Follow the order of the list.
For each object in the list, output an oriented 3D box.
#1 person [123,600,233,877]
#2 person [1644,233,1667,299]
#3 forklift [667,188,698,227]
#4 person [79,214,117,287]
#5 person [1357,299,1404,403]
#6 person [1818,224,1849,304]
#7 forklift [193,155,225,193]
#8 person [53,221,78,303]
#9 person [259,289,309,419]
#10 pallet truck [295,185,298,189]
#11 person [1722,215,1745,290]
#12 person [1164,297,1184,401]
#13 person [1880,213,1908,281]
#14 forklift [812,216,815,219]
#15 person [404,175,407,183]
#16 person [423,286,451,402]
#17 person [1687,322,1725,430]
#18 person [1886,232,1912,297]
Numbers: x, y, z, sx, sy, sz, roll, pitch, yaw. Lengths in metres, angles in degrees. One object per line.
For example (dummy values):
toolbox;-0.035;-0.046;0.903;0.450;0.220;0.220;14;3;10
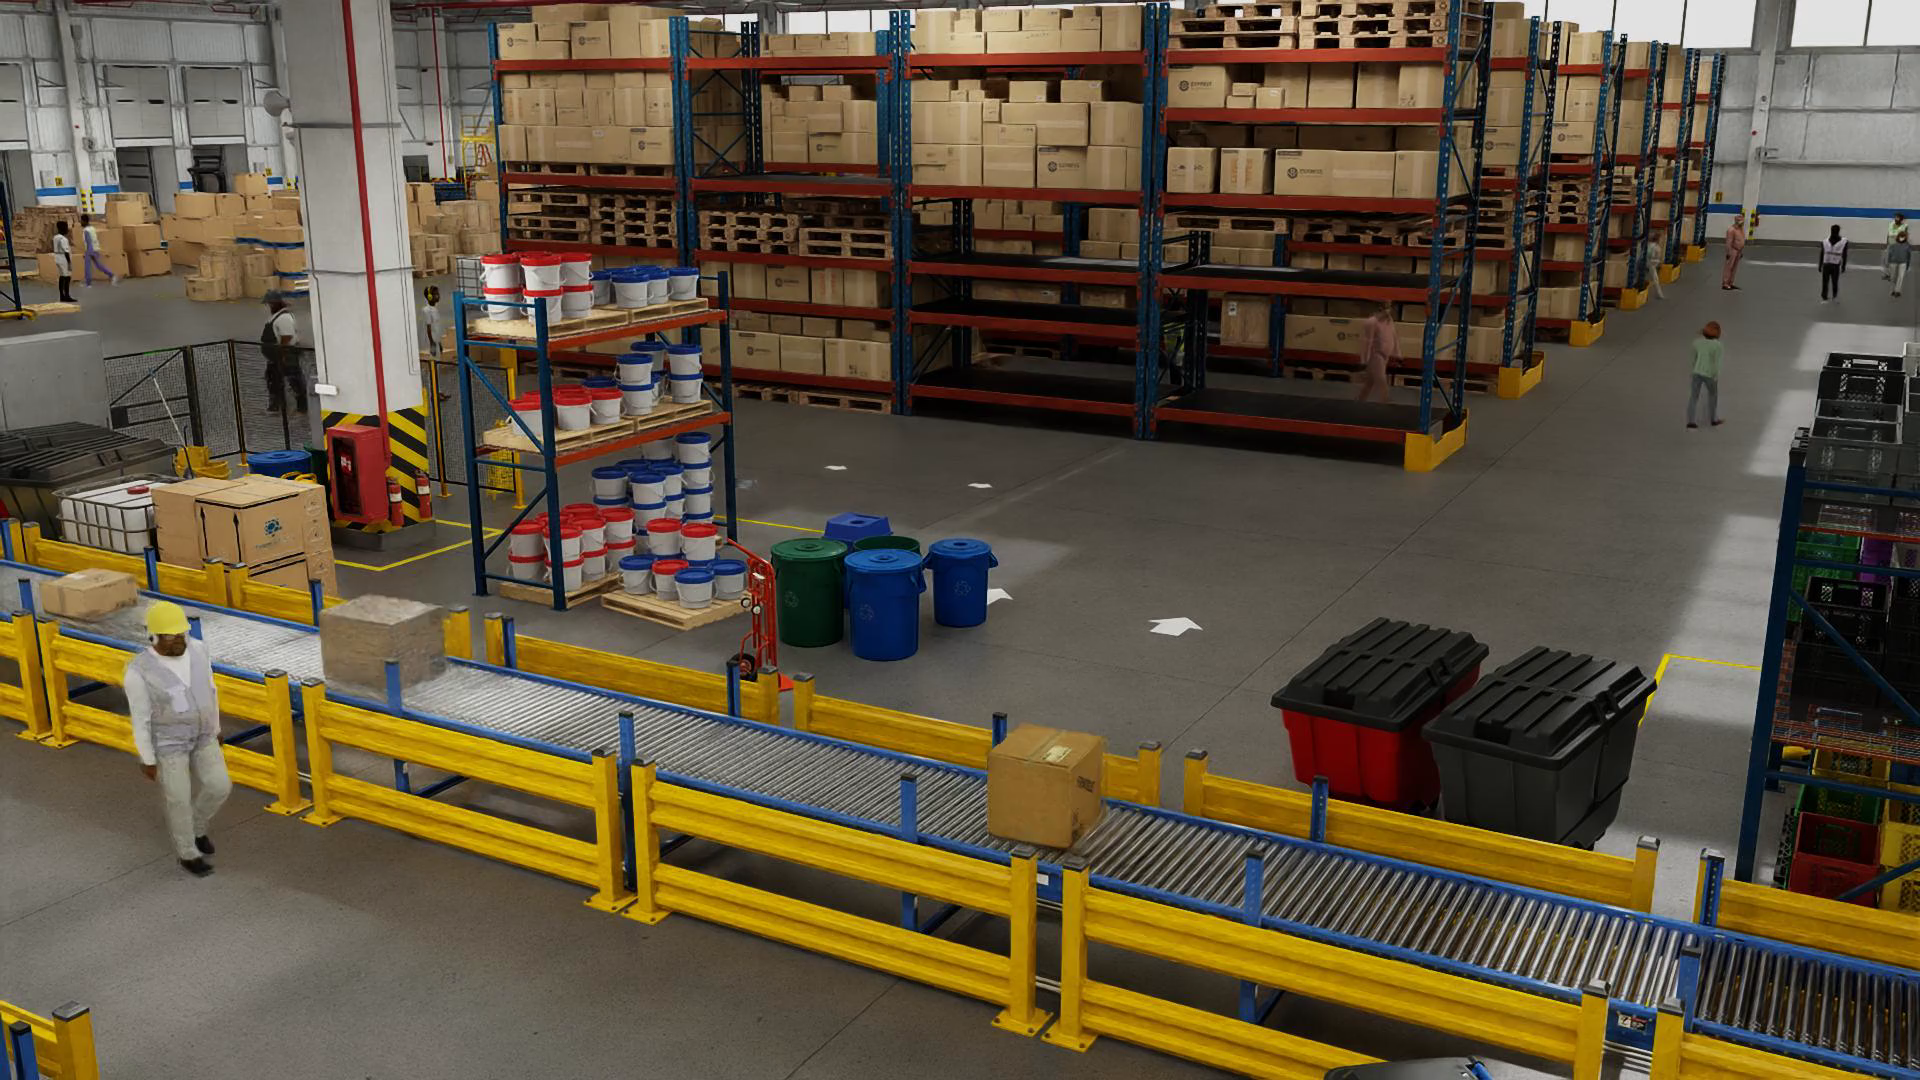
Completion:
person;-4.890;1.245;10.453;0.428;1.816;0.619;8;17;29
person;17.034;-6.750;40.943;0.856;1.596;0.533;11;18;35
forklift;-8.099;-9.401;48.440;1.129;2.768;1.873;8;17;28
person;-22.606;-7.556;43.408;0.844;1.895;0.606;-3;15;-12
person;6.479;-2.788;25.561;1.014;1.852;0.659;13;20;41
person;20.862;-6.595;39.771;0.608;1.898;0.548;13;20;40
forklift;-26.647;-12.289;59.298;1.129;2.768;1.873;-3;15;-12
person;-21.561;-6.693;40.037;0.605;1.955;0.394;14;20;43
person;-10.433;-2.836;25.371;0.841;2.000;0.697;-11;18;-35
pallet truck;-26.804;-14.617;69.738;1.885;1.965;0.823;-14;20;-42
person;19.931;-7.391;42.749;0.642;1.909;0.399;-10;18;-33
person;3.474;-3.113;27.068;0.319;1.697;0.532;-3;15;-10
person;25.121;-7.885;44.750;0.567;1.823;0.613;-7;16;-24
forklift;-2.306;-4.623;30.481;1.873;2.768;1.129;8;17;28
person;-24.113;-15.075;71.683;0.573;1.883;0.356;-8;17;-27
person;-8.522;-3.193;27.032;0.328;1.876;0.514;-2;15;-6
person;11.148;-2.453;24.758;0.788;1.596;0.520;-10;18;-32
person;23.256;-6.828;41.236;0.519;1.581;0.856;8;17;27
